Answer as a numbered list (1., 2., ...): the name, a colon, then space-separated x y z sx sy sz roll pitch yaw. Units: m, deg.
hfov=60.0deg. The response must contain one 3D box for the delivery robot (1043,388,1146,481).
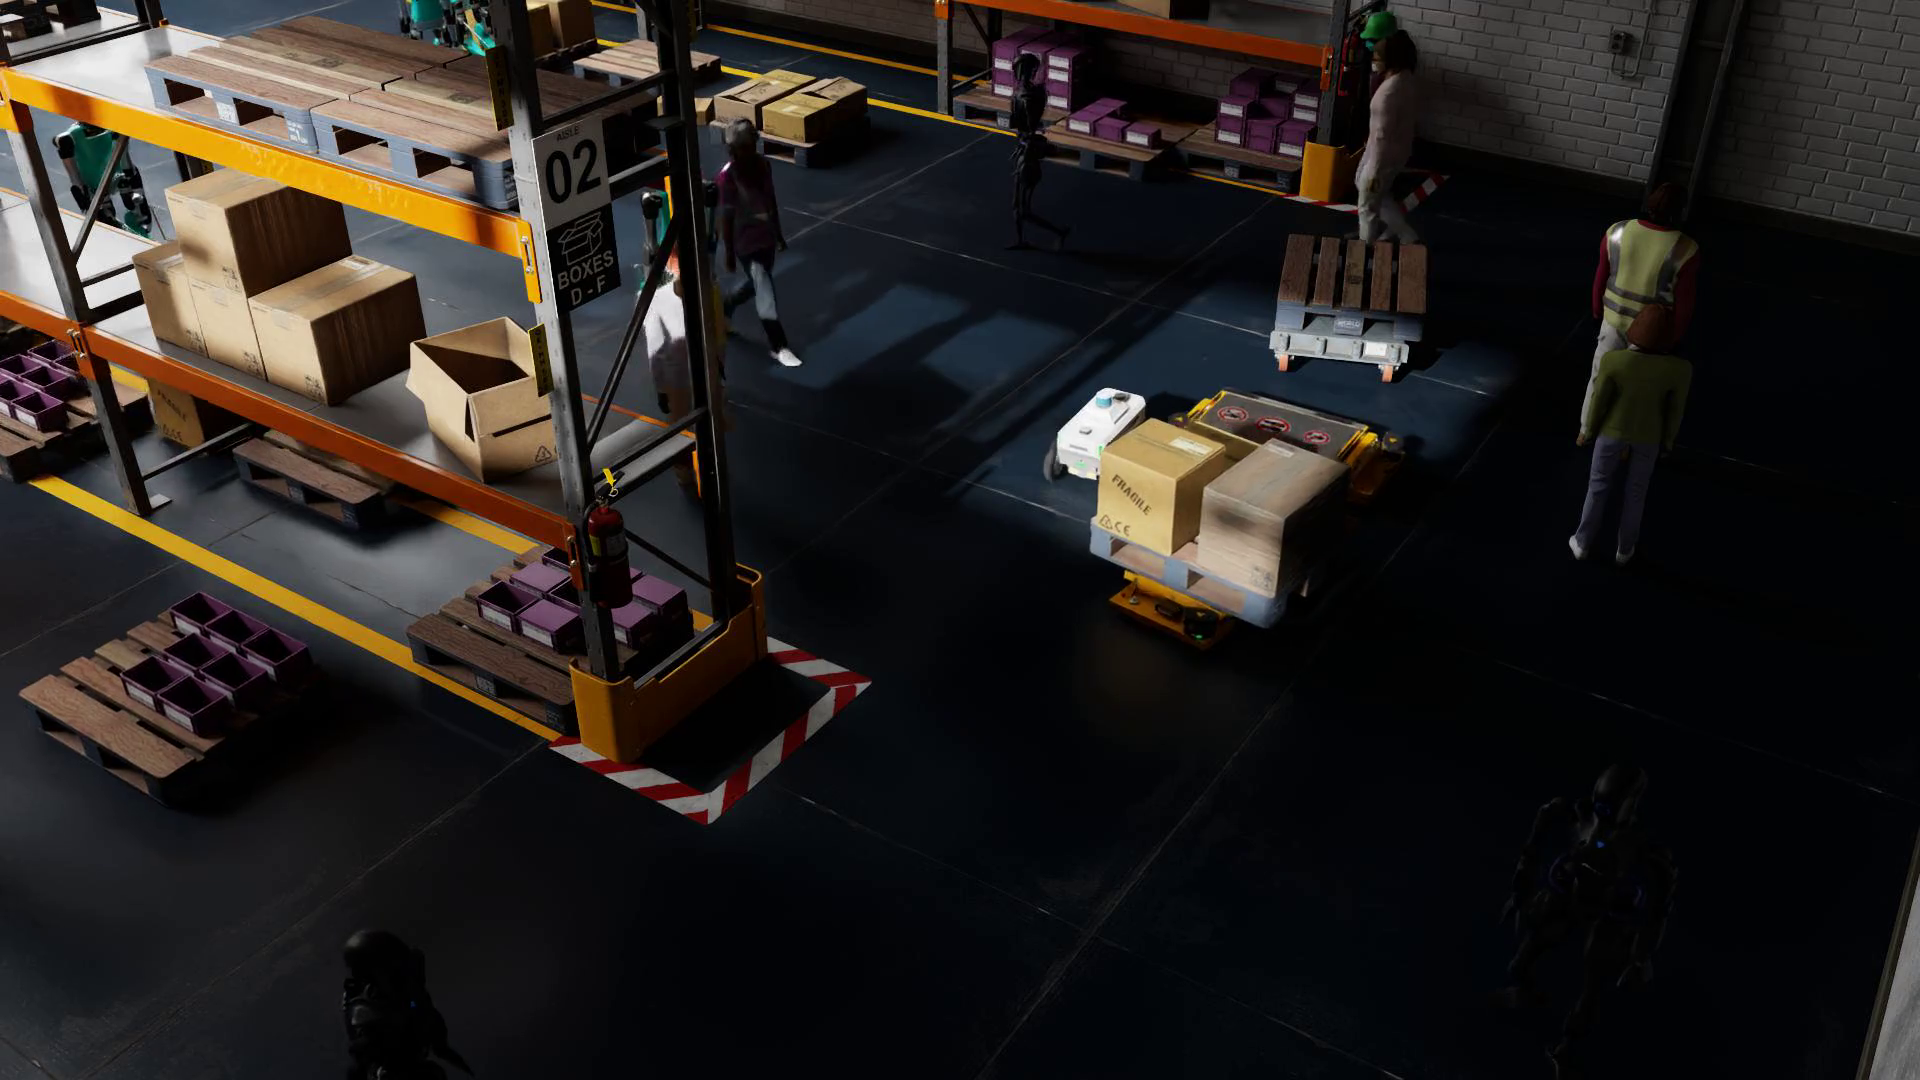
1. delivery robot: 0.897 -0.652 10.626 0.499 0.609 0.812 17 37 24

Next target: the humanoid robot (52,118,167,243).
1. humanoid robot: -5.890 -2.275 12.037 0.972 1.766 0.535 16 36 23

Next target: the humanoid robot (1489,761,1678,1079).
1. humanoid robot: 2.413 1.433 6.388 0.612 1.644 0.484 24 40 32

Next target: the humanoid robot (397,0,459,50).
1. humanoid robot: -5.091 -4.732 15.807 0.540 1.797 0.691 -22 39 -29

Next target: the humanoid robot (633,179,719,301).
1. humanoid robot: -1.967 -1.841 11.366 0.535 1.720 1.016 -19 38 -27

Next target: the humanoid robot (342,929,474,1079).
1. humanoid robot: -1.961 1.910 5.683 0.742 1.631 0.609 3 33 5

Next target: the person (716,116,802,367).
1. person: -1.512 -2.136 11.743 0.830 1.817 0.512 19 38 27

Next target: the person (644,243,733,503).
1. person: -1.626 -1.013 10.085 0.579 1.732 0.408 -21 38 -29

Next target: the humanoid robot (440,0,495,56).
1. humanoid robot: -4.620 -4.881 16.032 0.840 1.751 0.547 25 41 33

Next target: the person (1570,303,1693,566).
1. person: 3.833 -0.595 9.530 0.506 1.635 0.275 9 34 14

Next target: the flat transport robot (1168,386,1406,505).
1. flat transport robot: 2.108 -0.632 10.845 1.431 0.231 0.659 19 38 27

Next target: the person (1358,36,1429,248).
1. person: 3.359 -2.915 12.850 0.613 1.911 0.653 16 36 23

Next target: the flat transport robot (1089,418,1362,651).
1. flat transport robot: 1.548 0.140 9.659 0.659 0.231 1.431 25 40 33

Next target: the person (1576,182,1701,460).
1. person: 4.312 -1.386 10.561 0.632 1.842 0.429 27 42 35

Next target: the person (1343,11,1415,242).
1. person: 3.393 -3.305 13.451 0.518 1.921 0.493 4 33 7

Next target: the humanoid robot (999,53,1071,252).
1. humanoid robot: 0.608 -3.102 13.351 0.497 1.637 0.606 -2 33 -3
